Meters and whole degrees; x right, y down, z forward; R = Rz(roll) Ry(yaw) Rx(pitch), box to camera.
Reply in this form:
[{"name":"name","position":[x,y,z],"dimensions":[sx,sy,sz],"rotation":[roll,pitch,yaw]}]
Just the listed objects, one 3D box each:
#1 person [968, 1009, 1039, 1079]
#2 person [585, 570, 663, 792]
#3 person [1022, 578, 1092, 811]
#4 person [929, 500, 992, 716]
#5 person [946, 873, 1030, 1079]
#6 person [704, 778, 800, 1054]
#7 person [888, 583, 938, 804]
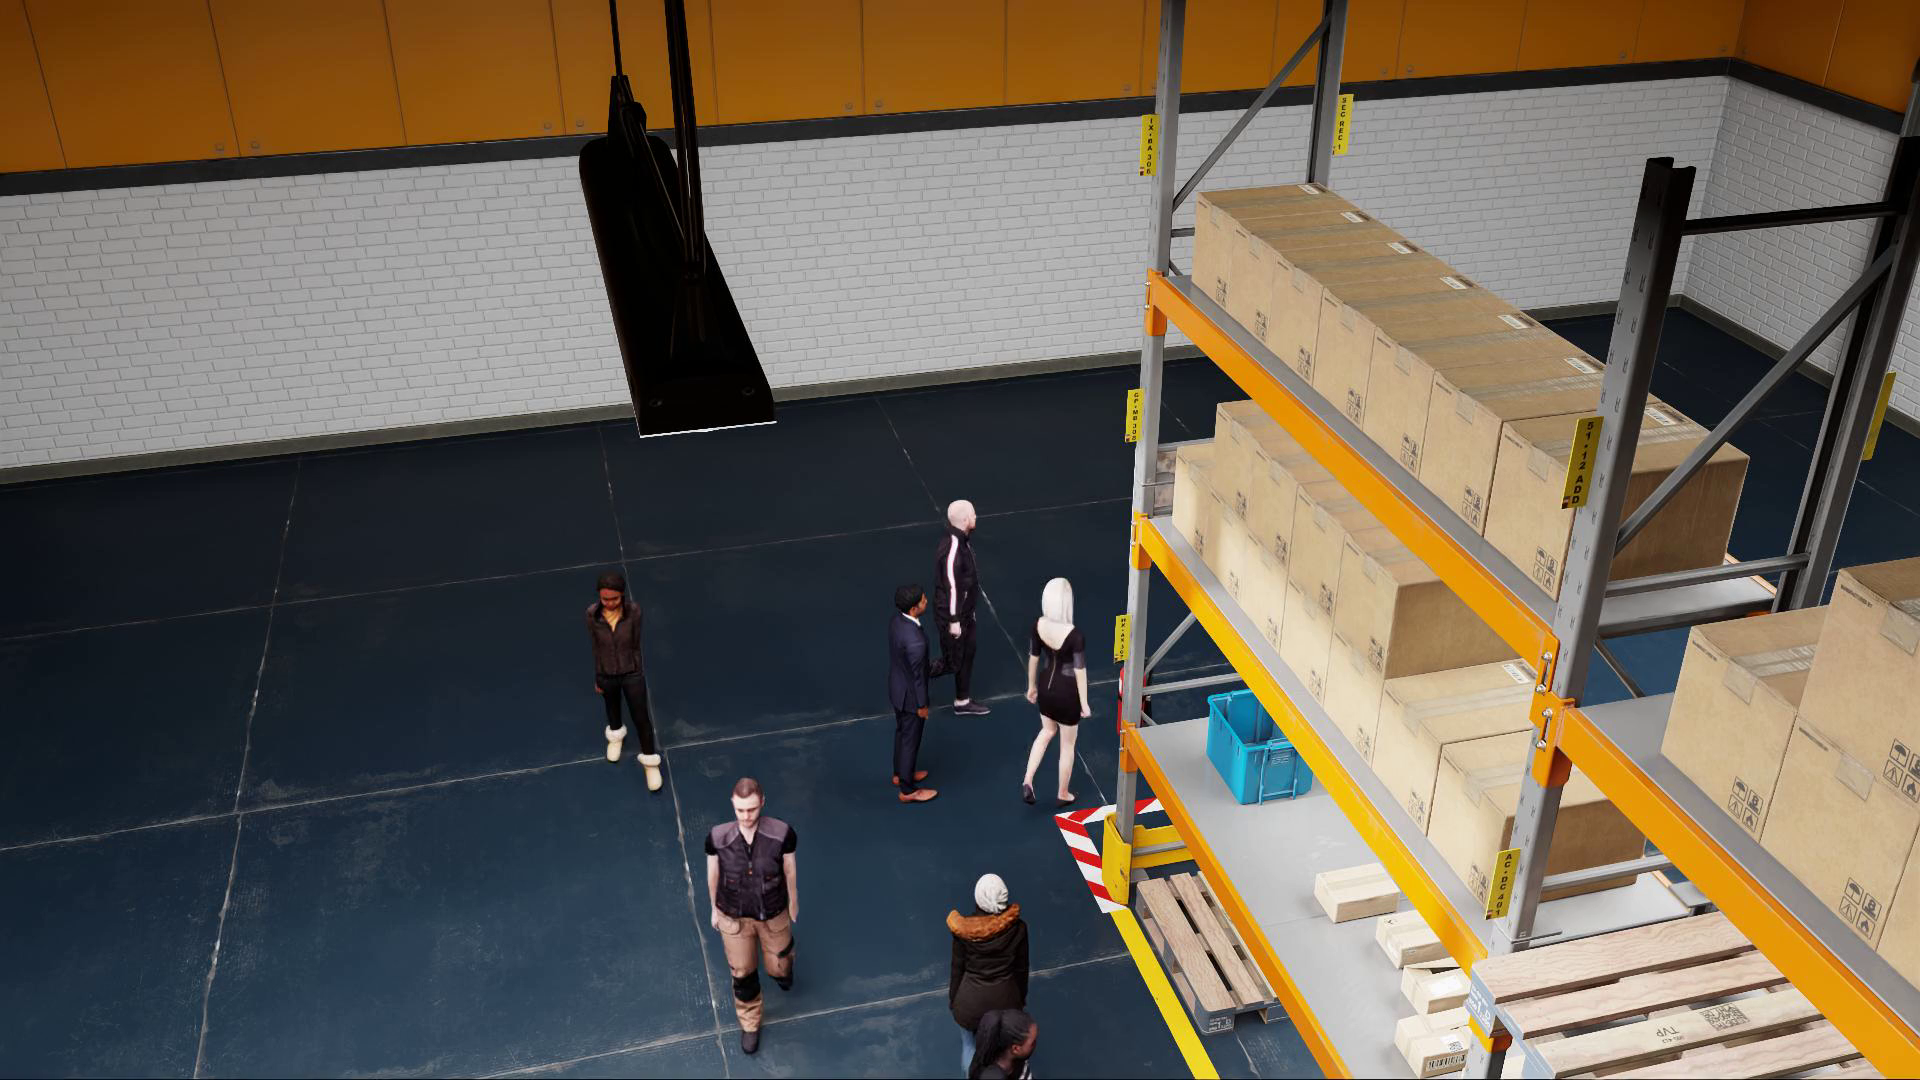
[{"name":"person","position":[0.115,2.963,8.192],"dimensions":[0.971,1.717,1.069],"rotation":[6,29,10]},{"name":"person","position":[-2.424,1.021,11.828],"dimensions":[0.623,1.645,0.937],"rotation":[-6,29,-11]},{"name":"person","position":[0.611,1.120,11.467],"dimensions":[0.864,1.816,0.907],"rotation":[24,37,37]},{"name":"person","position":[-0.140,0.559,12.507],"dimensions":[0.989,1.806,1.049],"rotation":[4,29,7]},{"name":"person","position":[0.152,2.500,9.128],"dimensions":[0.642,1.634,0.635],"rotation":[-3,29,-6]},{"name":"person","position":[-1.197,2.087,9.682],"dimensions":[0.791,1.828,0.960],"rotation":[-1,29,-2]},{"name":"person","position":[-0.368,1.063,11.670],"dimensions":[0.707,1.724,0.487],"rotation":[-10,30,-17]}]
